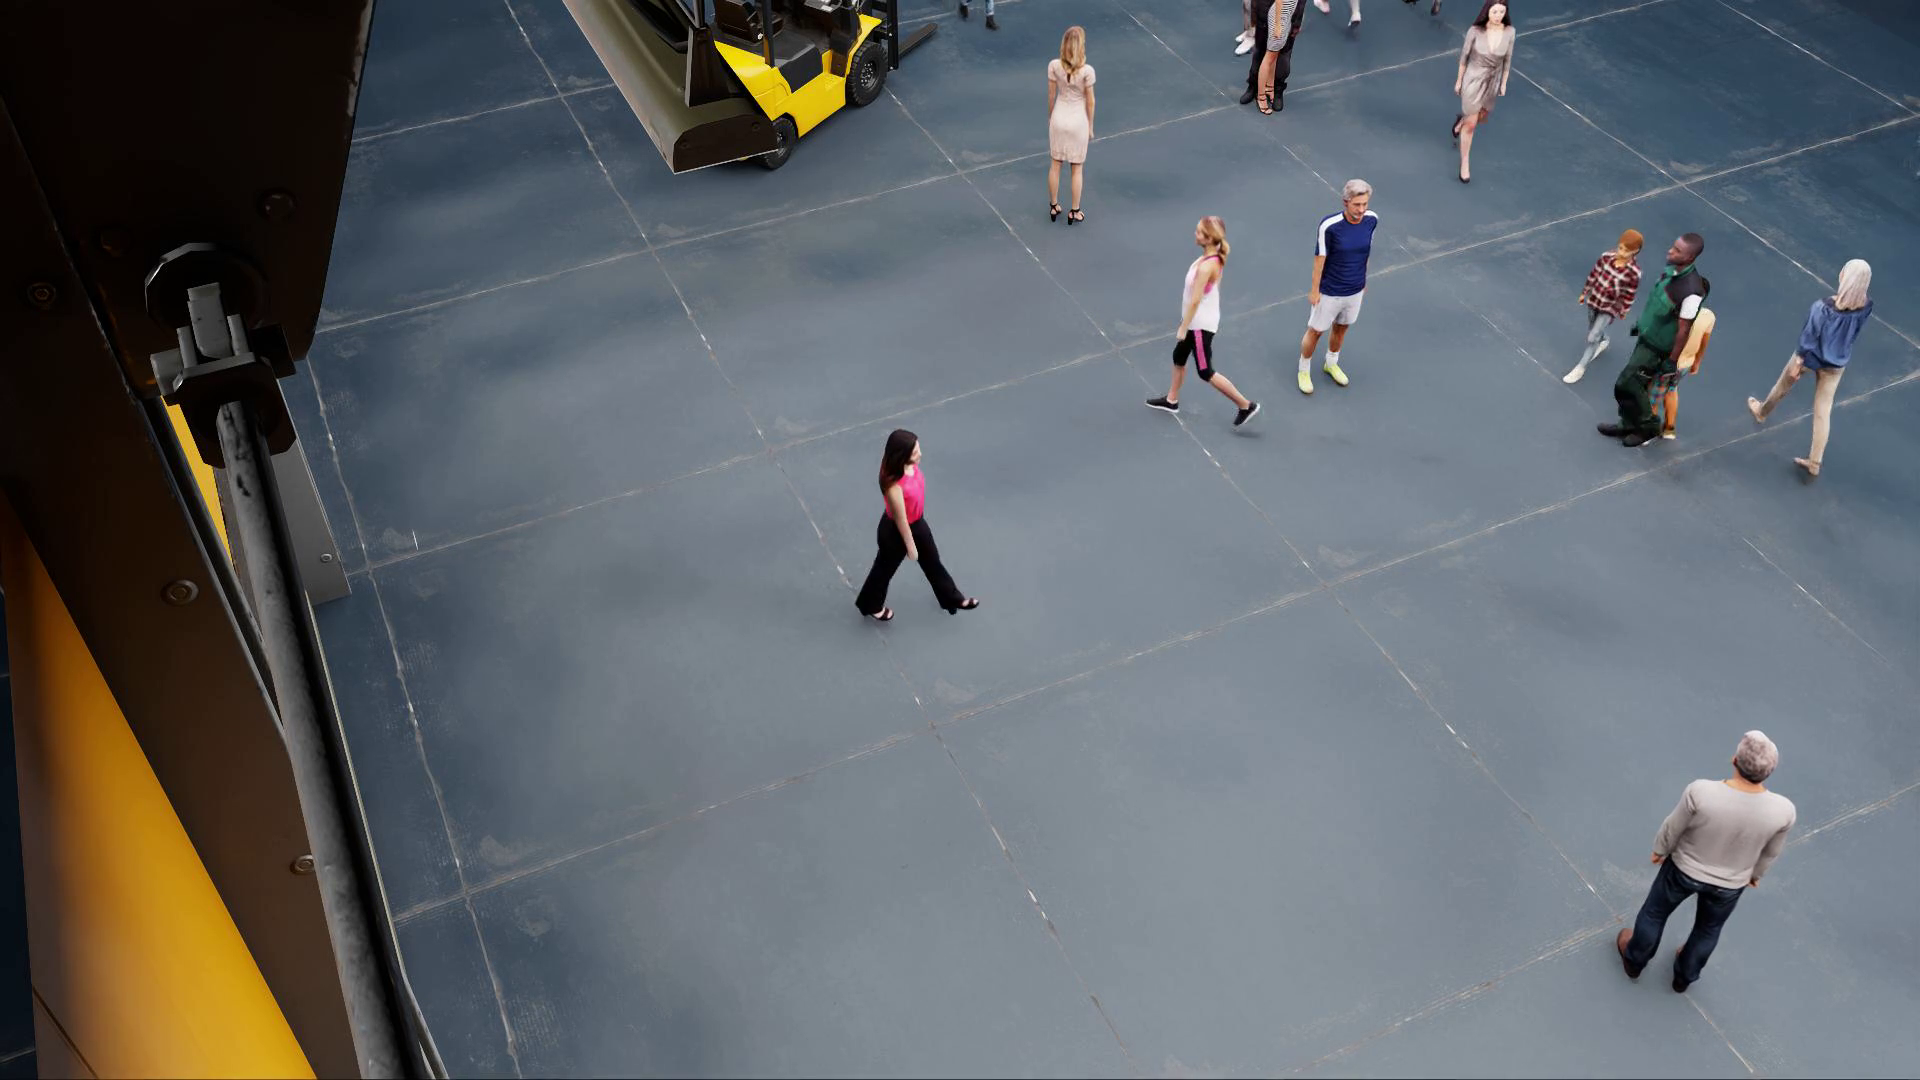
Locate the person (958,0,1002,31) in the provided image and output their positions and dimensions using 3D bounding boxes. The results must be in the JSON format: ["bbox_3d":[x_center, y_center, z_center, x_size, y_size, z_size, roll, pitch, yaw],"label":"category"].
[{"bbox_3d":[0.187,-5.909,17.269,0.616,1.178,0.861,-29,51,-27],"label":"person"}]

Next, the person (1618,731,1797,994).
[{"bbox_3d":[3.929,1.724,8.733,0.816,1.901,0.876,14,45,14],"label":"person"}]

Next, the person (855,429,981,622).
[{"bbox_3d":[-0.456,-0.055,10.807,1.045,1.614,1.069,8,44,8],"label":"person"}]

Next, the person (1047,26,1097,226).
[{"bbox_3d":[0.937,-3.563,14.334,0.636,1.829,0.707,16,46,16],"label":"person"}]

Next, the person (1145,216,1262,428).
[{"bbox_3d":[1.876,-1.562,12.285,1.151,1.759,1.101,13,45,13],"label":"person"}]

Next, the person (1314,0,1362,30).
[{"bbox_3d":[3.997,-6.052,17.134,0.656,1.571,1.086,-11,45,-11],"label":"person"}]

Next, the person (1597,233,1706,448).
[{"bbox_3d":[5.163,-1.446,12.112,0.898,1.829,0.813,5,44,5],"label":"person"}]

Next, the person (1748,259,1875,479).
[{"bbox_3d":[6.247,-1.222,12.008,0.893,1.648,1.247,-4,44,-5],"label":"person"}]

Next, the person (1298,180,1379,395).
[{"bbox_3d":[2.882,-1.945,12.629,0.651,1.837,0.557,-14,45,-15],"label":"person"}]

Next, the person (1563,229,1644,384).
[{"bbox_3d":[5.061,-1.881,12.961,0.668,1.288,0.841,-24,49,-23],"label":"person"}]

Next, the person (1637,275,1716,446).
[{"bbox_3d":[5.257,-1.261,12.192,0.601,1.451,0.653,-7,44,-7],"label":"person"}]

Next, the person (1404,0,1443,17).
[{"bbox_3d":[4.945,-6.282,17.217,0.790,1.789,1.046,-9,44,-9],"label":"person"}]

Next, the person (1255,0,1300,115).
[{"bbox_3d":[3.045,-4.945,15.790,0.707,1.822,0.689,23,48,23],"label":"person"}]

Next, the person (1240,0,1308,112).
[{"bbox_3d":[3.043,-5.052,15.900,0.781,1.825,0.849,15,46,16],"label":"person"}]

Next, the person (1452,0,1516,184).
[{"bbox_3d":[4.689,-4.131,15.008,0.884,1.722,1.127,0,44,0],"label":"person"}]
